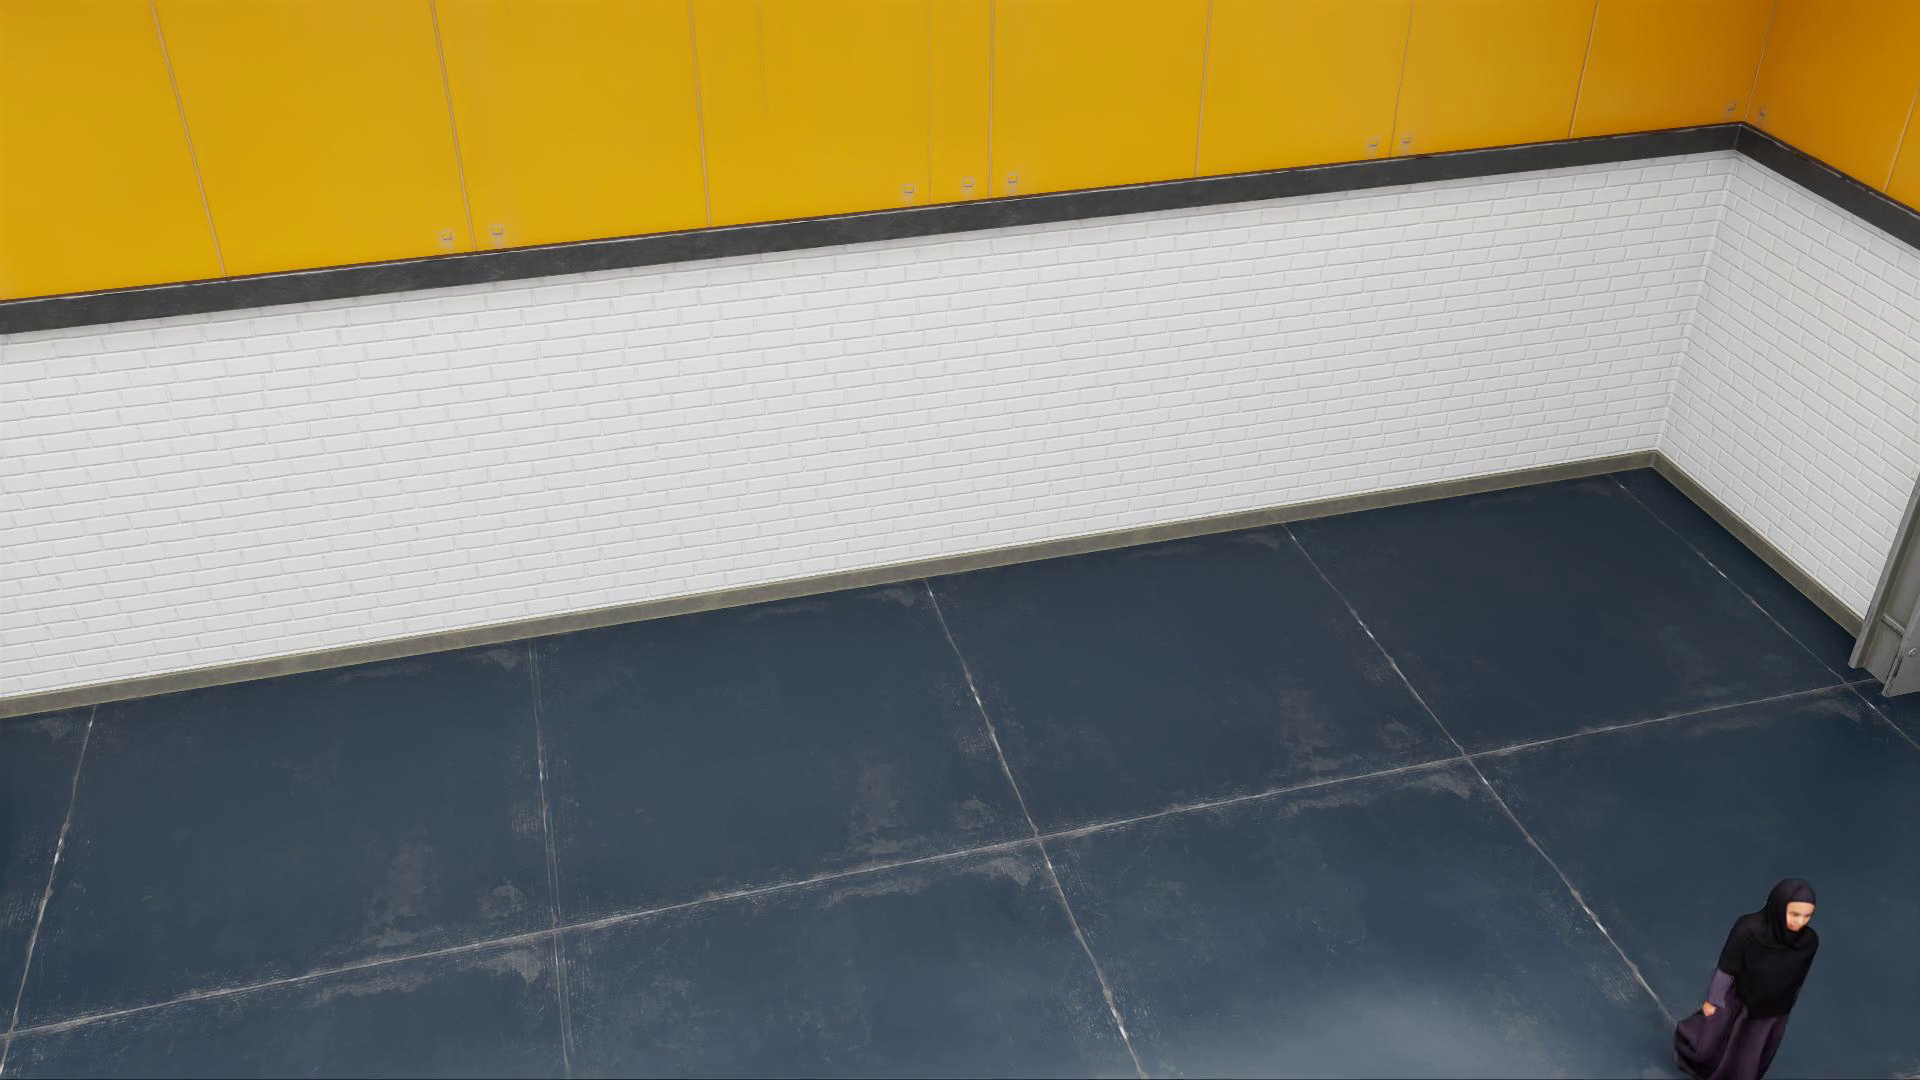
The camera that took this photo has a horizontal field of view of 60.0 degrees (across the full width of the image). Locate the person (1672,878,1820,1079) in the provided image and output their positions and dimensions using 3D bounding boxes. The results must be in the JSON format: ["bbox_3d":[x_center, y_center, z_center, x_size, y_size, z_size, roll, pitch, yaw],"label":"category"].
[{"bbox_3d":[3.984,2.285,8.428,0.790,1.602,0.948,4,34,6],"label":"person"}]
